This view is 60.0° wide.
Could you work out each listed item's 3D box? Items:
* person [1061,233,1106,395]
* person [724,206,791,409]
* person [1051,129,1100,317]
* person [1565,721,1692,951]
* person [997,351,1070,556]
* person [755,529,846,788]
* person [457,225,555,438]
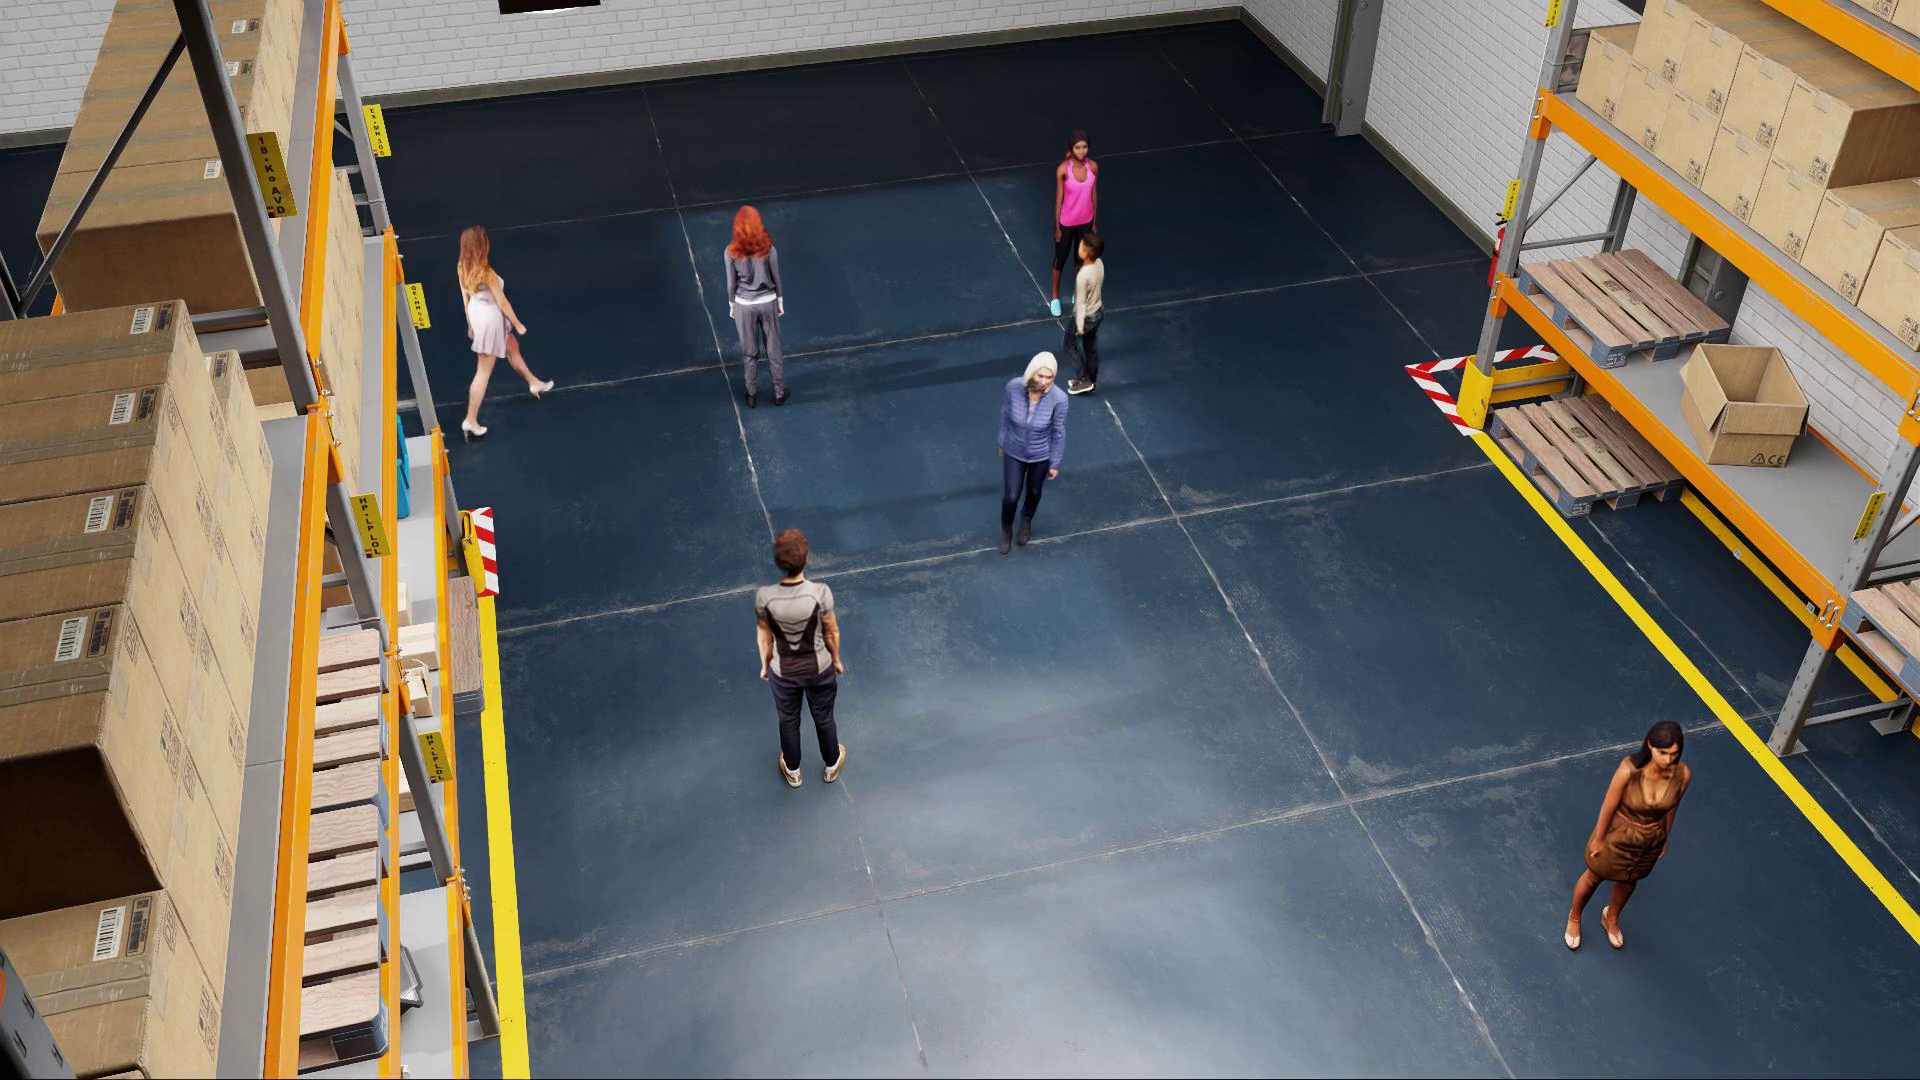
[{"bbox_3d":[1.086,-1.796,13.466,0.691,1.454,0.639,22,44,25],"label":"person"},{"bbox_3d":[-1.622,-1.847,13.267,0.619,1.782,0.560,-2,39,-3],"label":"person"},{"bbox_3d":[0.996,-2.779,14.482,0.548,1.722,0.533,-9,40,-11],"label":"person"},{"bbox_3d":[3.630,1.607,9.017,0.613,1.690,0.579,-1,39,-1],"label":"person"},{"bbox_3d":[0.488,-0.681,11.864,0.784,1.711,0.813,11,40,14],"label":"person"},{"bbox_3d":[-0.948,0.738,9.946,0.692,1.888,0.620,-3,39,-4],"label":"person"},{"bbox_3d":[-3.728,-1.566,12.977,1.139,1.706,1.037,29,47,32],"label":"person"}]
